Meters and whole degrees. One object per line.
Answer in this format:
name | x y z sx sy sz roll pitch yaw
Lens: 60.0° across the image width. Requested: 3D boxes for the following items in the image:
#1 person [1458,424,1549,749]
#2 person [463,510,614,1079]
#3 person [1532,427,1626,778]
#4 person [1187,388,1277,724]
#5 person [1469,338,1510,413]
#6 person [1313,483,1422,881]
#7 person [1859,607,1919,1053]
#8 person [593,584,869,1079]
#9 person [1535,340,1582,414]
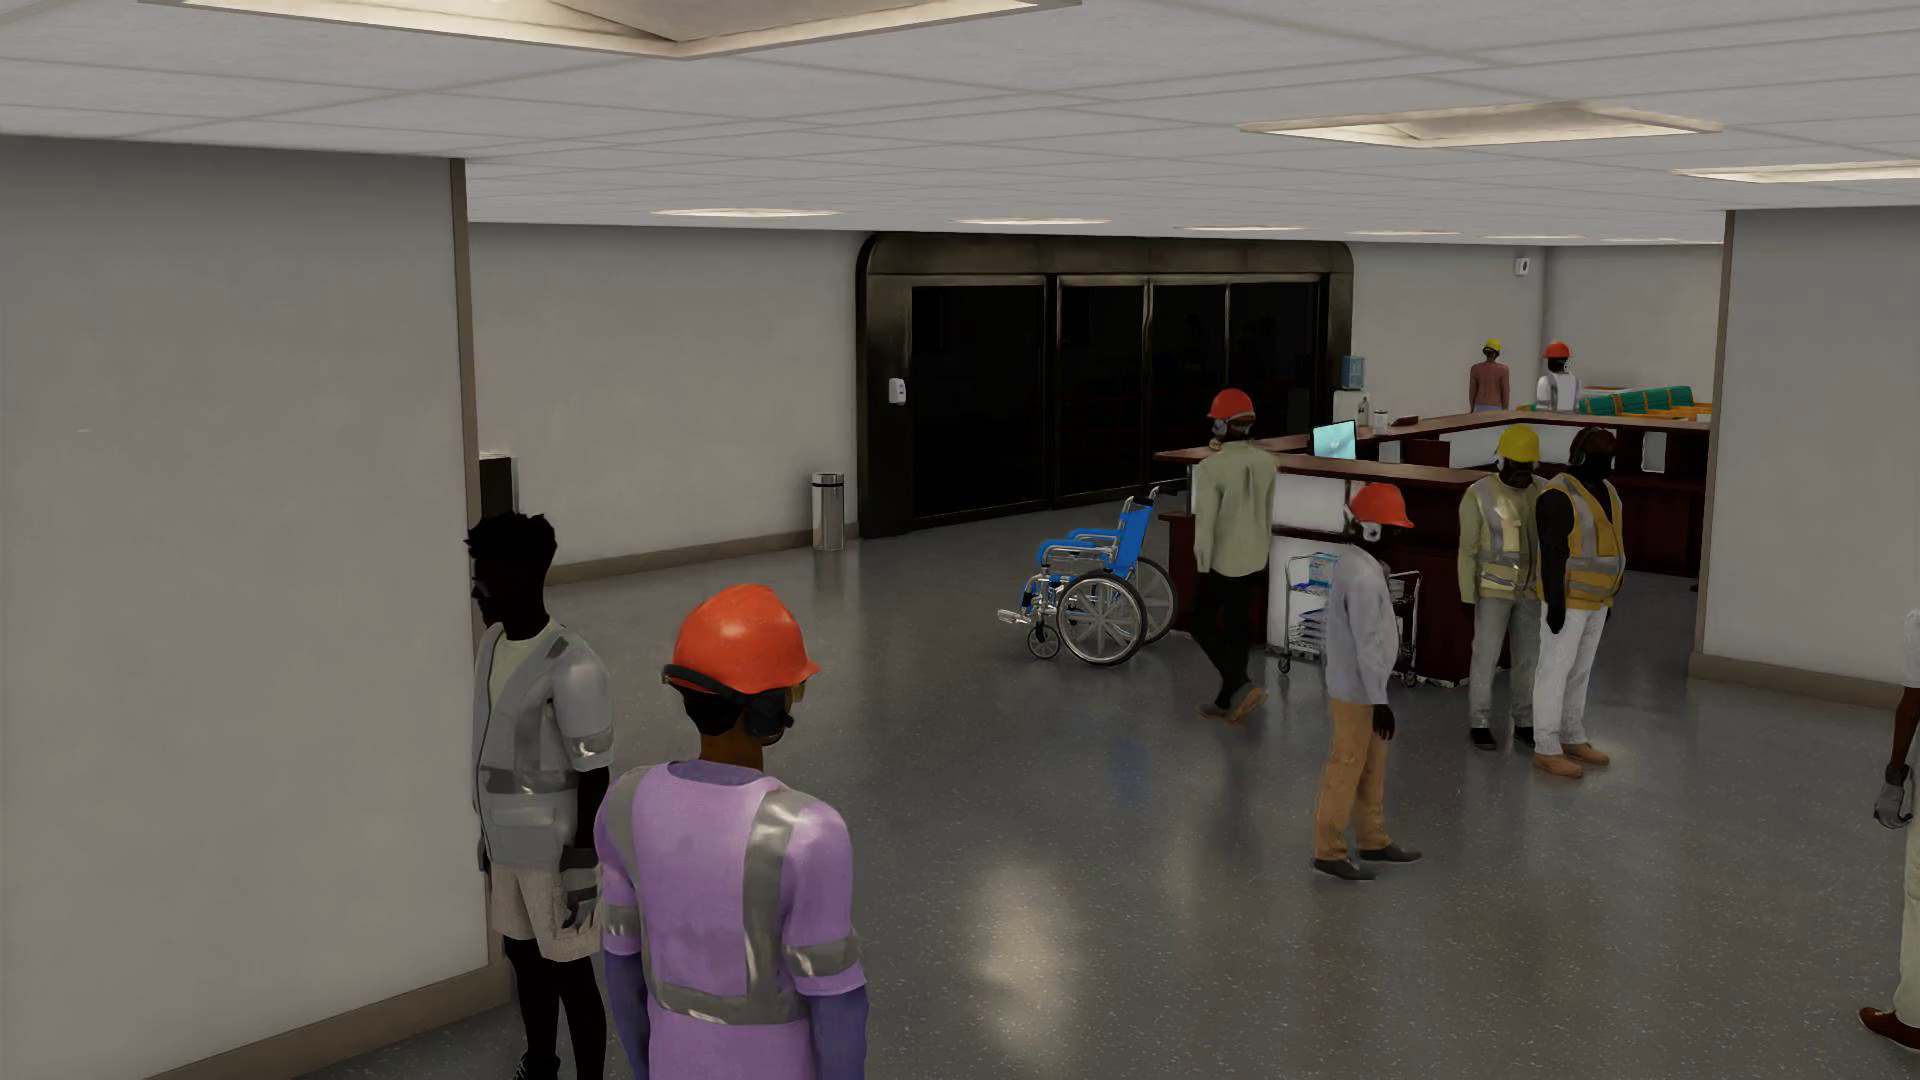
person | 3.042 0.262 9.194 0.600 1.821 0.406 -2 9 -10
person | -1.261 0.880 4.935 0.361 1.963 0.613 -9 13 -43
person | 3.280 0.317 8.804 0.624 1.837 0.430 -8 12 -41
person | 1.592 0.119 9.560 0.621 1.977 0.534 -6 11 -31
person | 6.849 -1.724 21.525 0.525 1.769 0.316 6 11 34
person | 1.835 0.622 7.228 0.553 1.737 0.601 2 10 14
person | 3.380 0.821 5.638 0.510 1.861 0.324 0 9 -2
person | -0.429 1.099 3.355 0.605 2.045 0.380 5 11 30
person | 6.306 -1.130 17.461 0.547 1.916 0.799 -4 10 -24
